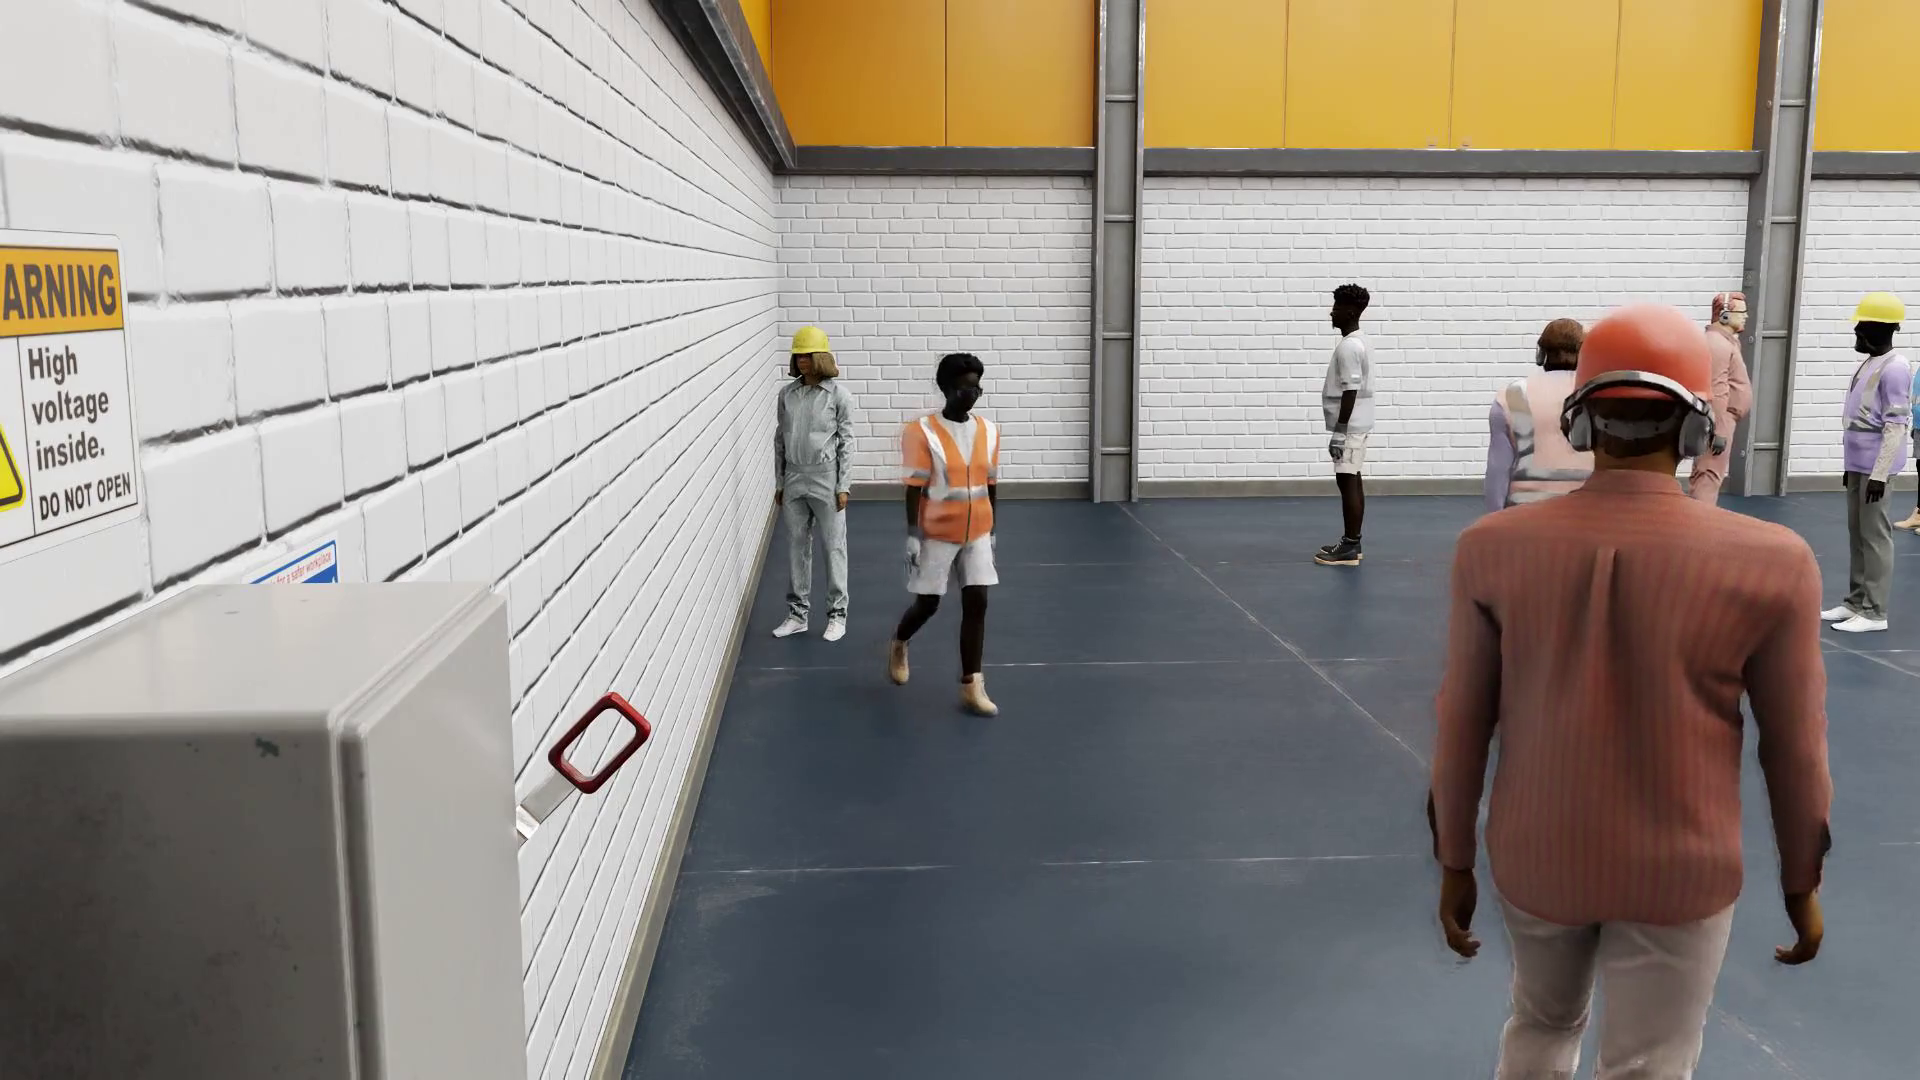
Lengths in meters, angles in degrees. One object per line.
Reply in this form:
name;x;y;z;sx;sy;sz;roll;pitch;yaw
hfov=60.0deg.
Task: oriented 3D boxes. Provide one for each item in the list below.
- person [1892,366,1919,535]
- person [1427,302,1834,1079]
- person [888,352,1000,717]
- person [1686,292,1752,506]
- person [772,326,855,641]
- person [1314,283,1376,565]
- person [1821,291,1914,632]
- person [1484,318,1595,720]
person;7.590;-0.881;12.971;0.319;1.696;0.532;0;9;2
person;1.203;0.573;2.988;0.641;1.973;0.644;7;11;36
person;-0.066;-0.048;7.759;0.541;1.676;0.687;-5;10;-30
person;5.375;-0.796;11.778;0.399;1.908;0.643;3;10;20
person;-0.820;-0.310;9.238;0.486;1.744;0.294;4;10;22
person;2.712;-0.807;11.656;0.366;1.966;0.607;4;10;21
person;5.167;-0.438;9.454;0.359;1.930;0.588;2;9;12
person;2.638;-0.059;7.379;0.624;1.835;0.430;2;9;12
